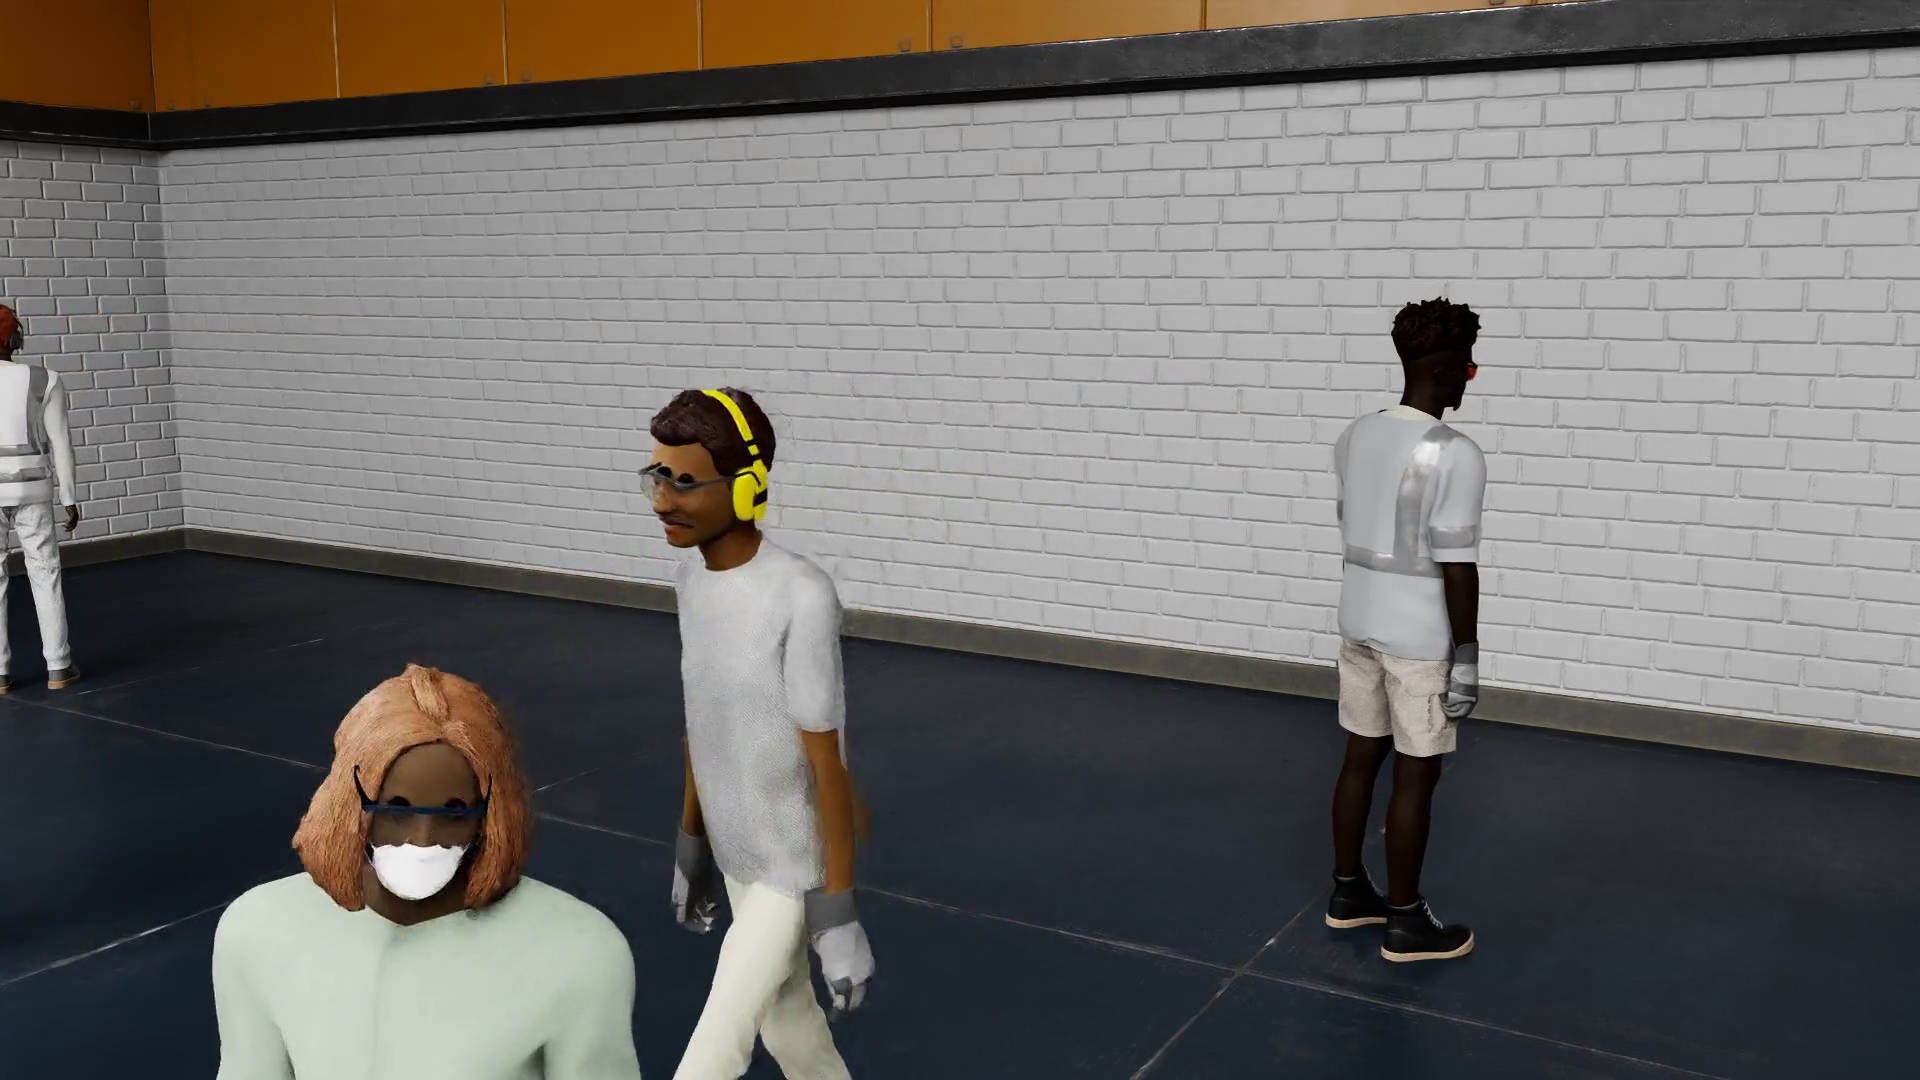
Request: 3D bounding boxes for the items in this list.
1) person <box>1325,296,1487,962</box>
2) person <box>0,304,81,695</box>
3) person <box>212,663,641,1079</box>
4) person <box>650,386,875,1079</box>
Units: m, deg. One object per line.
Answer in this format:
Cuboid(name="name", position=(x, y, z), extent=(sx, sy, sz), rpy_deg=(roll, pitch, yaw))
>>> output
Cuboid(name="person", position=(1.327, 0.270, 4.912), extent=(0.377, 1.962, 0.608), rpy_deg=(-4, 10, -22))
Cuboid(name="person", position=(-4.583, -0.195, 8.026), extent=(0.585, 1.882, 0.337), rpy_deg=(-4, 10, -25))
Cuboid(name="person", position=(-0.614, 0.906, 2.058), extent=(0.493, 1.602, 0.768), rpy_deg=(1, 9, 8))
Cuboid(name="person", position=(-0.429, 0.638, 3.046), extent=(0.907, 1.816, 0.602), rpy_deg=(-6, 11, -34))
